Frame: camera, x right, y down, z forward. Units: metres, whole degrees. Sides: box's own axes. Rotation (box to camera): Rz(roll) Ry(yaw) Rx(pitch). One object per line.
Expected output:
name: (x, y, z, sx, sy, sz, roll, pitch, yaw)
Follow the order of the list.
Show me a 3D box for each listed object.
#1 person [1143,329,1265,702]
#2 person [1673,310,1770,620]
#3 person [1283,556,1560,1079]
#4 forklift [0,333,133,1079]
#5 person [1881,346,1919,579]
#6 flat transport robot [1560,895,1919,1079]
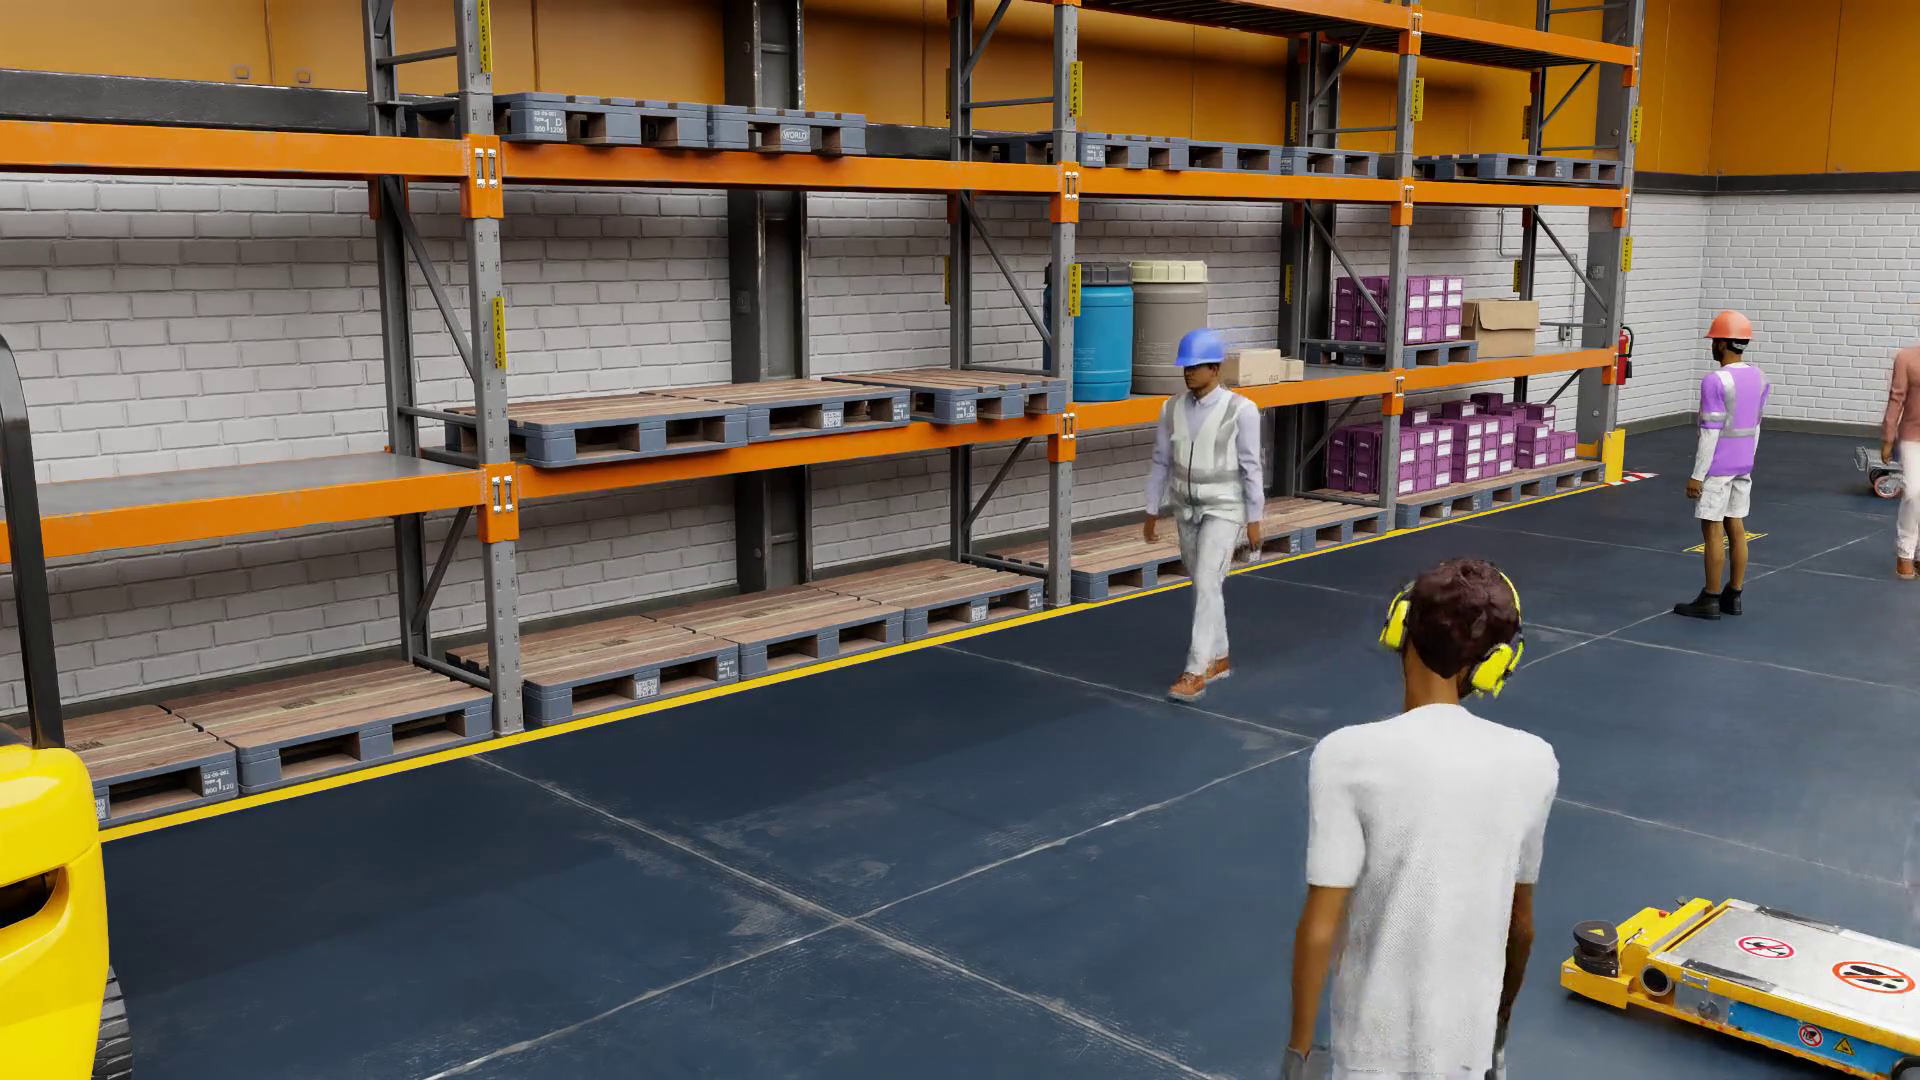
person: (1.219, -0.132, 8.702, 0.853, 1.909, 0.641, -10, 15, -44)
person: (4.780, -0.464, 10.453, 0.543, 1.939, 0.360, -6, 12, -30)
person: (0.749, 0.953, 3.032, 0.703, 1.833, 0.381, -4, 11, -20)
forklift: (-3.289, 0.485, 4.582, 1.214, 2.155, 2.313, -10, 14, -44)
person: (6.794, -0.688, 11.559, 0.643, 1.971, 0.601, 3, 11, 15)
flat transport robot: (2.633, 1.374, 4.980, 0.652, 0.197, 1.431, -10, 15, -44)
